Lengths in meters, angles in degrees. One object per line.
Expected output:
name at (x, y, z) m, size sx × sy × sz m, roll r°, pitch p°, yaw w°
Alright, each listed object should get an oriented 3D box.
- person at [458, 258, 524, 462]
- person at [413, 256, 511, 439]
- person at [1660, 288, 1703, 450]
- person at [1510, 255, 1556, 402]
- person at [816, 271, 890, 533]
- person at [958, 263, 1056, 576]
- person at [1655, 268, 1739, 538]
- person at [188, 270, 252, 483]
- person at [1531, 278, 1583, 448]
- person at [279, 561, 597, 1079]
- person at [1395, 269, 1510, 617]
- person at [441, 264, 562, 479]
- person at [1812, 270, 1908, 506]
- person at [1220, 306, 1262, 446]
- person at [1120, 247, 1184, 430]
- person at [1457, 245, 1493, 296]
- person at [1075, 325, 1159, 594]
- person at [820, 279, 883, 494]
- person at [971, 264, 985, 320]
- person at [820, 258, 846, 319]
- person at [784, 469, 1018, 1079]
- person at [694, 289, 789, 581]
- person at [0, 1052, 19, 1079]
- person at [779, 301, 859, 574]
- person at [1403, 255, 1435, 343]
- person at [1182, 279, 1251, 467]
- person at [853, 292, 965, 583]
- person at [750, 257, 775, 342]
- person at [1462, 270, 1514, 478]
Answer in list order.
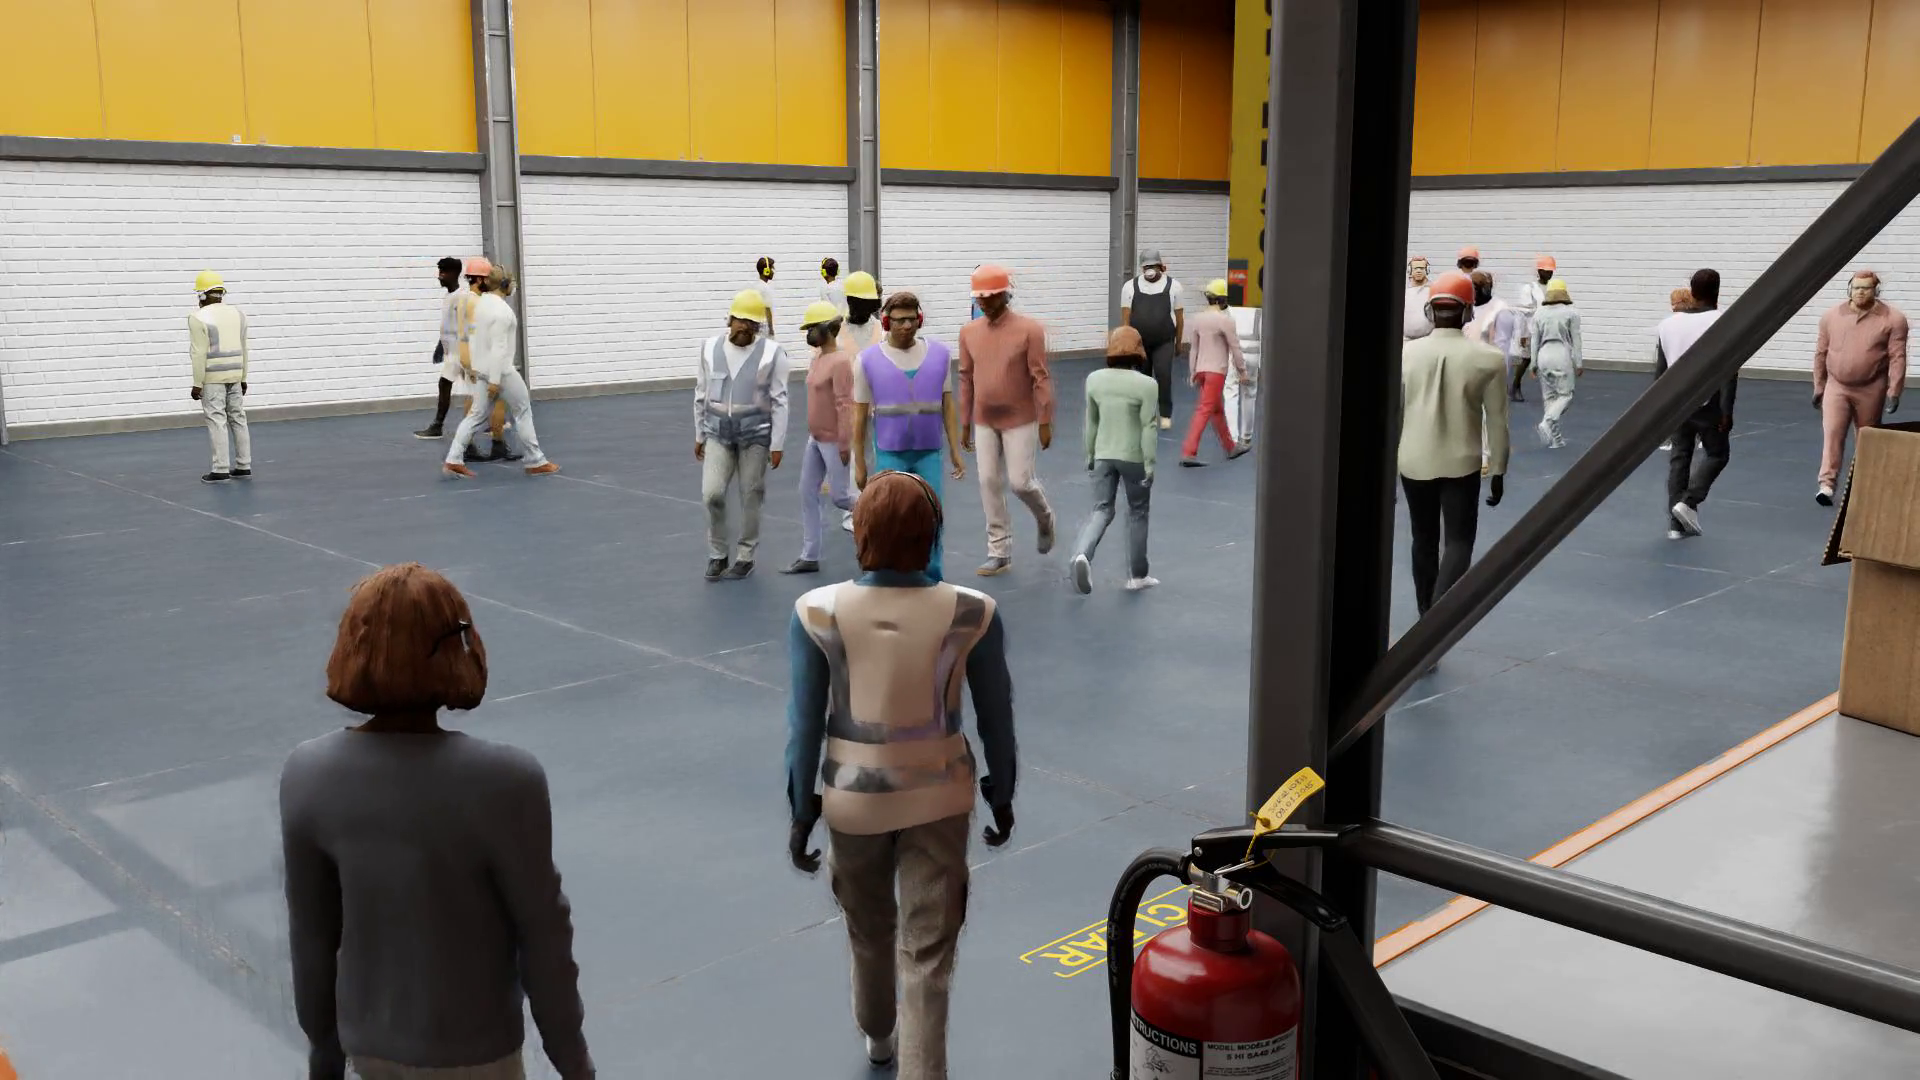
person at (-4.417, -1.684, 15.645) m, size 0.677 × 1.915 × 0.557 m, roll -5°, pitch 11°, yaw -23°
person at (-5.271, -2.032, 17.587) m, size 1.019 × 1.923 × 0.599 m, roll -4°, pitch 11°, yaw -23°
person at (7.148, -1.648, 16.287) m, size 0.472 × 1.618 × 0.565 m, roll 6°, pitch 12°, yaw 30°
person at (7.293, -2.653, 21.024) m, size 0.558 × 1.899 × 0.976 m, roll -2°, pitch 11°, yaw -9°
person at (-0.673, -0.914, 11.570) m, size 0.609 × 1.879 × 0.898 m, roll -6°, pitch 12°, yaw -29°
person at (0.307, -0.764, 10.517) m, size 0.641 × 1.963 × 0.669 m, roll 6°, pitch 12°, yaw 30°
person at (5.155, -0.942, 11.674) m, size 0.445 × 1.897 × 0.616 m, roll -8°, pitch 13°, yaw -37°
person at (-6.412, -1.404, 14.370) m, size 0.403 × 1.830 × 0.601 m, roll 4°, pitch 11°, yaw 21°
person at (5.906, -1.751, 16.588) m, size 0.537 × 1.699 × 0.594 m, roll 10°, pitch 14°, yaw 43°
person at (-0.902, 0.843, 2.723) m, size 0.506 × 1.608 × 0.694 m, roll 4°, pitch 11°, yaw 21°
person at (2.443, -0.377, 8.423) m, size 0.628 × 1.966 × 0.869 m, roll 5°, pitch 11°, yaw 25°
person at (-4.090, -1.465, 14.577) m, size 1.014 × 1.892 × 0.624 m, roll -8°, pitch 13°, yaw -38°
person at (7.106, -1.199, 13.186) m, size 0.673 × 1.850 × 0.986 m, roll 7°, pitch 13°, yaw 35°
person at (2.768, -1.777, 16.417) m, size 0.587 × 1.838 × 0.982 m, roll 2°, pitch 11°, yaw 12°
person at (2.095, -2.228, 18.294) m, size 0.693 × 2.000 × 0.768 m, roll 2°, pitch 11°, yaw 12°
person at (6.025, -2.496, 19.815) m, size 0.610 × 2.022 × 0.724 m, roll 2°, pitch 11°, yaw 9°
person at (0.924, -0.466, 9.866) m, size 0.523 × 1.611 × 0.659 m, roll 7°, pitch 12°, yaw 33°
person at (-0.781, -1.253, 13.697) m, size 0.979 × 1.784 × 0.639 m, roll -5°, pitch 12°, yaw -26°
person at (0.387, -3.412, 25.697) m, size 0.480 × 1.684 × 0.551 m, roll -10°, pitch 14°, yaw -43°
person at (-1.529, -2.435, 19.903) m, size 0.332 × 1.866 × 0.514 m, roll 6°, pitch 12°, yaw 28°
person at (-0.135, 0.630, 3.934) m, size 0.542 × 1.590 × 0.876 m, roll 0°, pitch 10°, yaw 2°
person at (-1.357, -0.628, 10.204) m, size 0.618 × 1.804 × 0.537 m, roll 2°, pitch 11°, yaw 8°
person at (-0.952, 1.019, 1.566) m, size 0.331 × 1.691 × 0.538 m, roll -6°, pitch 12°, yaw -31°
person at (-0.759, -0.646, 10.530) m, size 0.760 × 1.726 × 0.539 m, roll -5°, pitch 12°, yaw -26°
person at (5.077, -2.208, 18.550) m, size 0.643 × 1.910 × 0.399 m, roll 1°, pitch 10°, yaw 8°
person at (2.407, -1.550, 15.480) m, size 0.922 × 1.722 × 0.542 m, roll -6°, pitch 12°, yaw -28°
person at (-0.305, -0.468, 9.298) m, size 0.609 × 1.823 × 0.479 m, roll -4°, pitch 11°, yaw -20°
person at (-2.422, -2.575, 20.666) m, size 0.402 × 1.862 × 0.541 m, roll -7°, pitch 12°, yaw -32°
person at (4.563, -1.451, 14.624) m, size 0.432 × 1.827 × 0.642 m, roll -6°, pitch 12°, yaw -29°
